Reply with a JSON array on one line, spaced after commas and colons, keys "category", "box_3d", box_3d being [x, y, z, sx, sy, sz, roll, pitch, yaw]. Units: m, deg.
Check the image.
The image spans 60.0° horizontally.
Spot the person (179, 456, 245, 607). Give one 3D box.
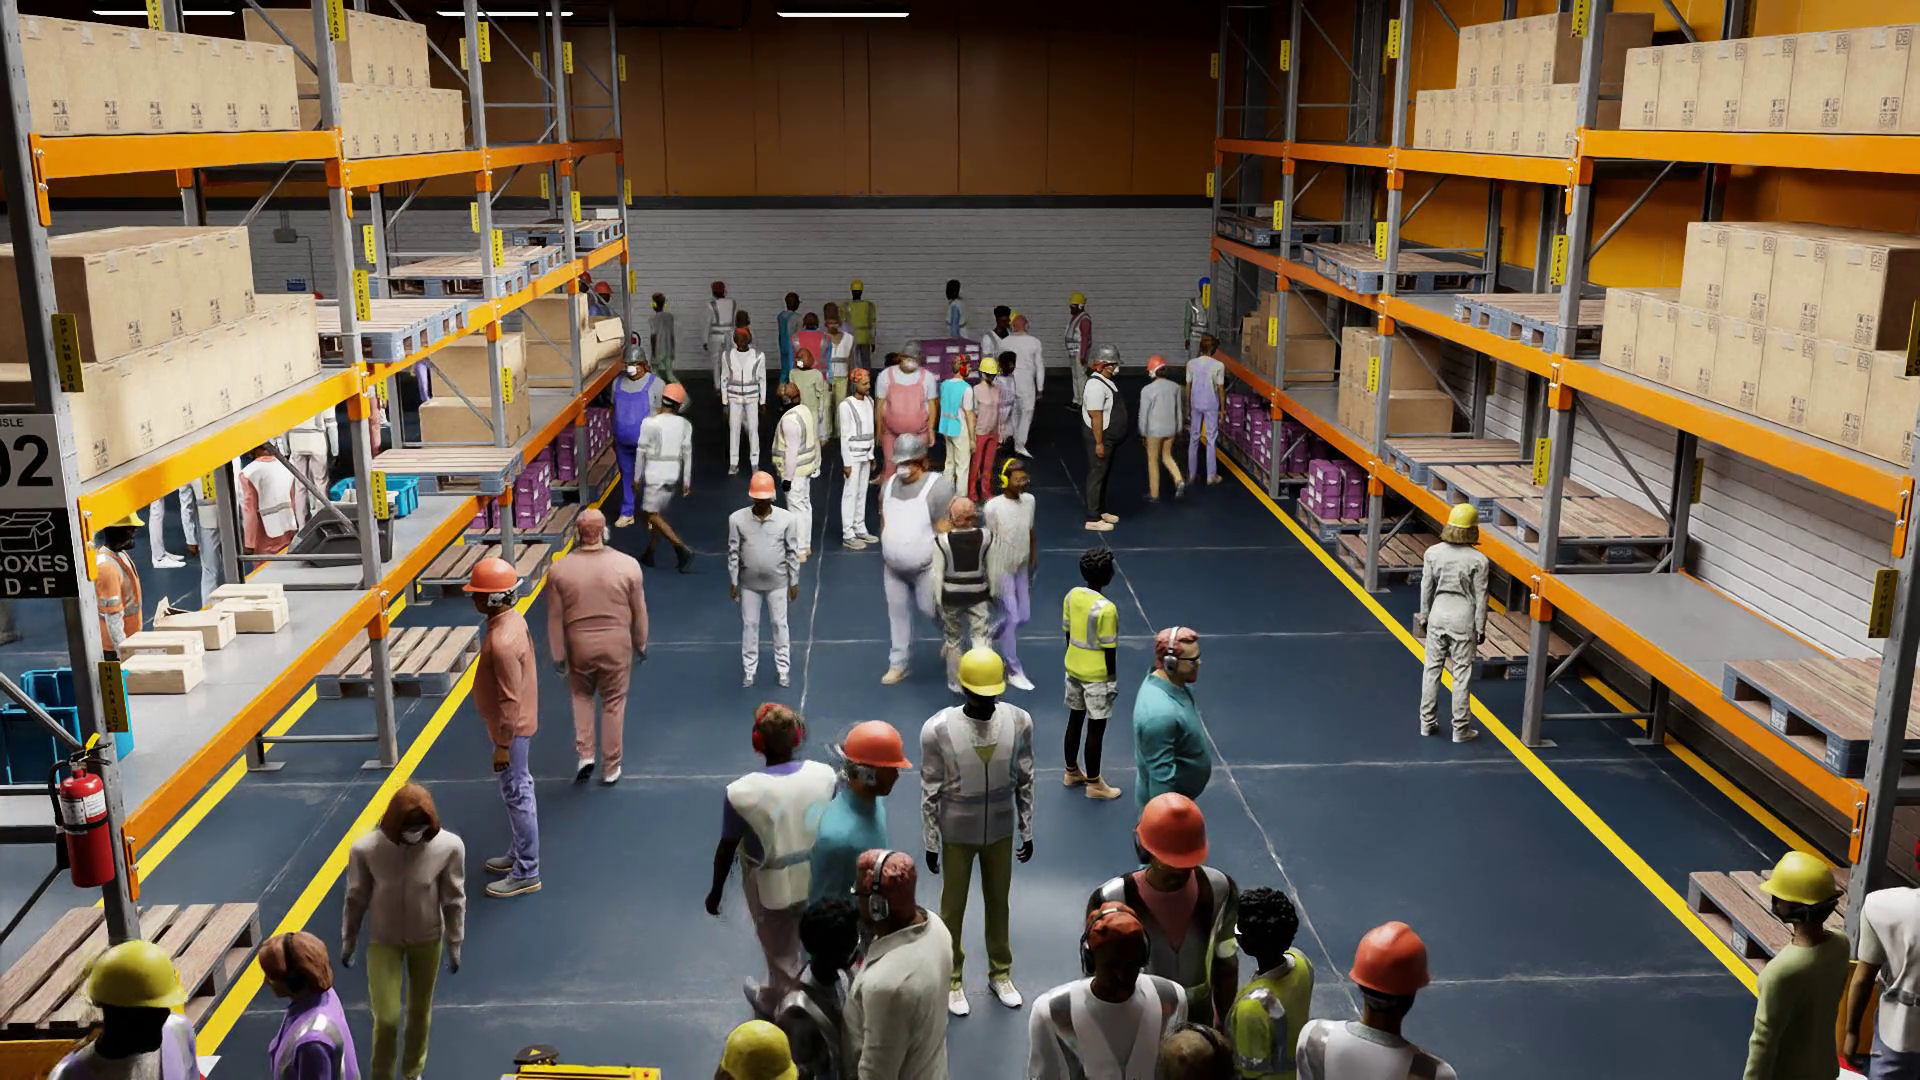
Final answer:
[{"category": "person", "box_3d": [-6.422, -0.094, 14.361, 0.402, 1.908, 0.598, 9, 17, 30]}]

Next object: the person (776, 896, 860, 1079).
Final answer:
[{"category": "person", "box_3d": [-0.513, 2.099, 6.177, 0.322, 1.690, 0.536, 5, 15, 18]}]

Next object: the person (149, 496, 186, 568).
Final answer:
[{"category": "person", "box_3d": [-8.018, -0.650, 16.611, 0.321, 1.871, 0.532, -7, 16, -25]}]

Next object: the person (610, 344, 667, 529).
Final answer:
[{"category": "person", "box_3d": [-3.522, -1.123, 18.127, 0.674, 2.000, 0.536, 4, 15, 14]}]

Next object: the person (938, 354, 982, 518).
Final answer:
[{"category": "person", "box_3d": [-0.027, -1.163, 18.667, 0.392, 1.847, 0.563, -10, 17, -33]}]

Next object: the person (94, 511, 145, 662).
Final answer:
[{"category": "person", "box_3d": [-5.713, 0.659, 11.387, 0.409, 1.917, 0.585, -6, 15, -22]}]

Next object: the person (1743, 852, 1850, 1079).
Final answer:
[{"category": "person", "box_3d": [3.142, 2.023, 6.339, 0.525, 1.760, 0.341, -10, 17, -35]}]

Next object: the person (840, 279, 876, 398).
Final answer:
[{"category": "person", "box_3d": [-1.615, -3.153, 26.324, 0.585, 1.928, 0.365, -5, 15, -19]}]

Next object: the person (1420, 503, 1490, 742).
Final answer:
[{"category": "person", "box_3d": [3.569, 0.588, 12.003, 0.492, 1.742, 0.315, 11, 18, 37]}]

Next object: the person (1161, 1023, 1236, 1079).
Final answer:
[{"category": "person", "box_3d": [0.647, 2.328, 4.852, 0.494, 1.906, 0.686, 1, 14, 2]}]

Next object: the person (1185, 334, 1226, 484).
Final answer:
[{"category": "person", "box_3d": [3.012, -1.603, 20.402, 0.514, 1.844, 0.328, 8, 16, 29]}]

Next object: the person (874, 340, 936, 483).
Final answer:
[{"category": "person", "box_3d": [-0.628, -1.302, 18.829, 0.731, 2.000, 0.604, -1, 14, -4]}]

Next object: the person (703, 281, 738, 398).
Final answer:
[{"category": "person", "box_3d": [-3.782, -3.223, 26.740, 0.717, 1.874, 0.551, -10, 17, -33]}]

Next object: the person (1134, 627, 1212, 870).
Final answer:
[{"category": "person", "box_3d": [1.096, 1.364, 8.632, 0.404, 1.906, 0.651, 2, 14, 8]}]

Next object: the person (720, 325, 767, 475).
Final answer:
[{"category": "person", "box_3d": [-2.720, -1.758, 20.926, 0.573, 1.887, 0.355, -1, 14, -3]}]

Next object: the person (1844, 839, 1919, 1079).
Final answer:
[{"category": "person", "box_3d": [3.748, 1.955, 6.448, 0.560, 1.838, 0.393, 6, 16, 23]}]

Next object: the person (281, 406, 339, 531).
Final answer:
[{"category": "person", "box_3d": [-6.967, -0.987, 17.860, 0.591, 1.911, 0.398, -1, 14, -5]}]

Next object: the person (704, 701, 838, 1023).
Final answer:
[{"category": "person", "box_3d": [-0.891, 1.620, 7.832, 0.569, 1.792, 0.960, -11, 18, -36]}]

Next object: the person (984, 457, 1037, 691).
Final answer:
[{"category": "person", "box_3d": [0.372, 0.233, 13.188, 0.519, 1.852, 0.681, -11, 18, -37]}]

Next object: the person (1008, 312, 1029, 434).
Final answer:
[{"category": "person", "box_3d": [0.766, -2.336, 23.473, 0.532, 1.757, 0.340, -10, 17, -34]}]

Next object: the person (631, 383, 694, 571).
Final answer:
[{"category": "person", "box_3d": [-2.914, -0.619, 16.500, 0.774, 1.865, 0.574, 13, 19, 42]}]

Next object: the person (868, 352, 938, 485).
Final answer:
[{"category": "person", "box_3d": [-0.684, -1.450, 20.182, 0.839, 1.661, 0.525, 0, 14, 2]}]

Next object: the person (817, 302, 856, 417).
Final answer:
[{"category": "person", "box_3d": [-1.747, -2.423, 23.562, 1.062, 1.890, 0.641, 13, 20, 42]}]

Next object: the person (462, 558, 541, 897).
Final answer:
[{"category": "person", "box_3d": [-2.624, 1.069, 9.615, 0.378, 1.995, 0.612, -3, 15, -13]}]

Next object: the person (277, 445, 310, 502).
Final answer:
[{"category": "person", "box_3d": [-7.698, -1.364, 19.304, 0.459, 1.930, 0.616, 4, 15, 17]}]

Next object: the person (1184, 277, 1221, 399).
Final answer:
[{"category": "person", "box_3d": [3.879, -3.225, 26.564, 0.610, 1.946, 0.405, -3, 15, -11]}]

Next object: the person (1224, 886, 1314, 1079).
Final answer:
[{"category": "person", "box_3d": [1.142, 2.091, 6.212, 0.319, 1.694, 0.532, 9, 17, 31]}]

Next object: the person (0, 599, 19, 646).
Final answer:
[{"category": "person", "box_3d": [-8.386, 0.093, 13.824, 0.595, 1.796, 0.939, 9, 17, 31]}]

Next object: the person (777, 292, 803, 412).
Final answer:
[{"category": "person", "box_3d": [-2.562, -2.838, 25.279, 0.502, 1.836, 0.342, 11, 18, 38]}]

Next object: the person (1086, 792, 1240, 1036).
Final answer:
[{"category": "person", "box_3d": [0.772, 1.898, 6.295, 0.611, 2.032, 0.411, -4, 15, -14]}]

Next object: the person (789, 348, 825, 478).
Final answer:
[{"category": "person", "box_3d": [-1.925, -1.591, 20.777, 0.507, 1.631, 0.266, 7, 16, 24]}]

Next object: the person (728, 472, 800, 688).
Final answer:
[{"category": "person", "box_3d": [-1.541, 0.312, 13.087, 0.568, 1.744, 0.349, 0, 14, -1]}]
